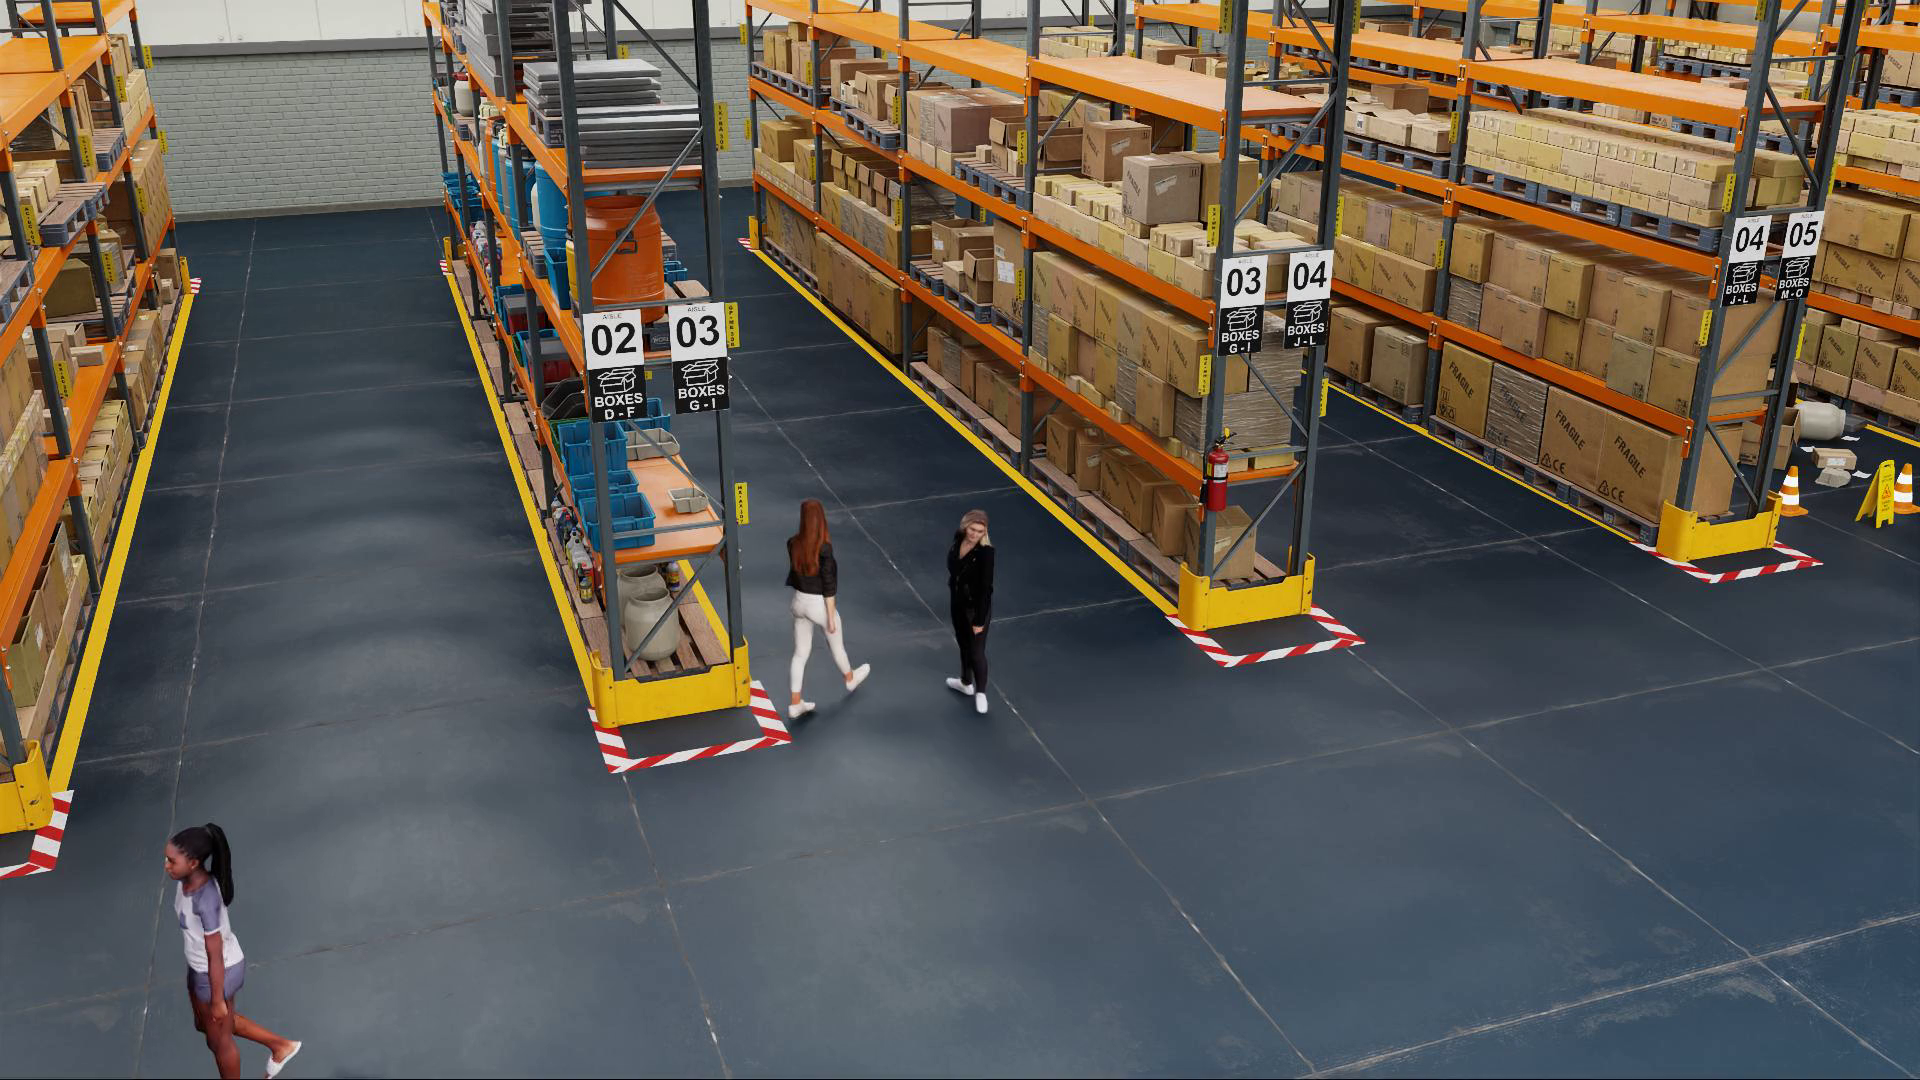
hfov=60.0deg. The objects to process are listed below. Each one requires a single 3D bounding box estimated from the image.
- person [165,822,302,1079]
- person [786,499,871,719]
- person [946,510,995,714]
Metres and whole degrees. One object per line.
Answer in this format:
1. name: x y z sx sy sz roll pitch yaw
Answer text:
1. person: -3.697 2.183 8.445 0.811 1.714 0.831 -15 27 -33
2. person: -1.156 0.553 12.497 1.098 1.664 1.083 14 26 31
3. person: 0.075 0.492 12.659 0.896 1.655 0.657 -11 25 -26
